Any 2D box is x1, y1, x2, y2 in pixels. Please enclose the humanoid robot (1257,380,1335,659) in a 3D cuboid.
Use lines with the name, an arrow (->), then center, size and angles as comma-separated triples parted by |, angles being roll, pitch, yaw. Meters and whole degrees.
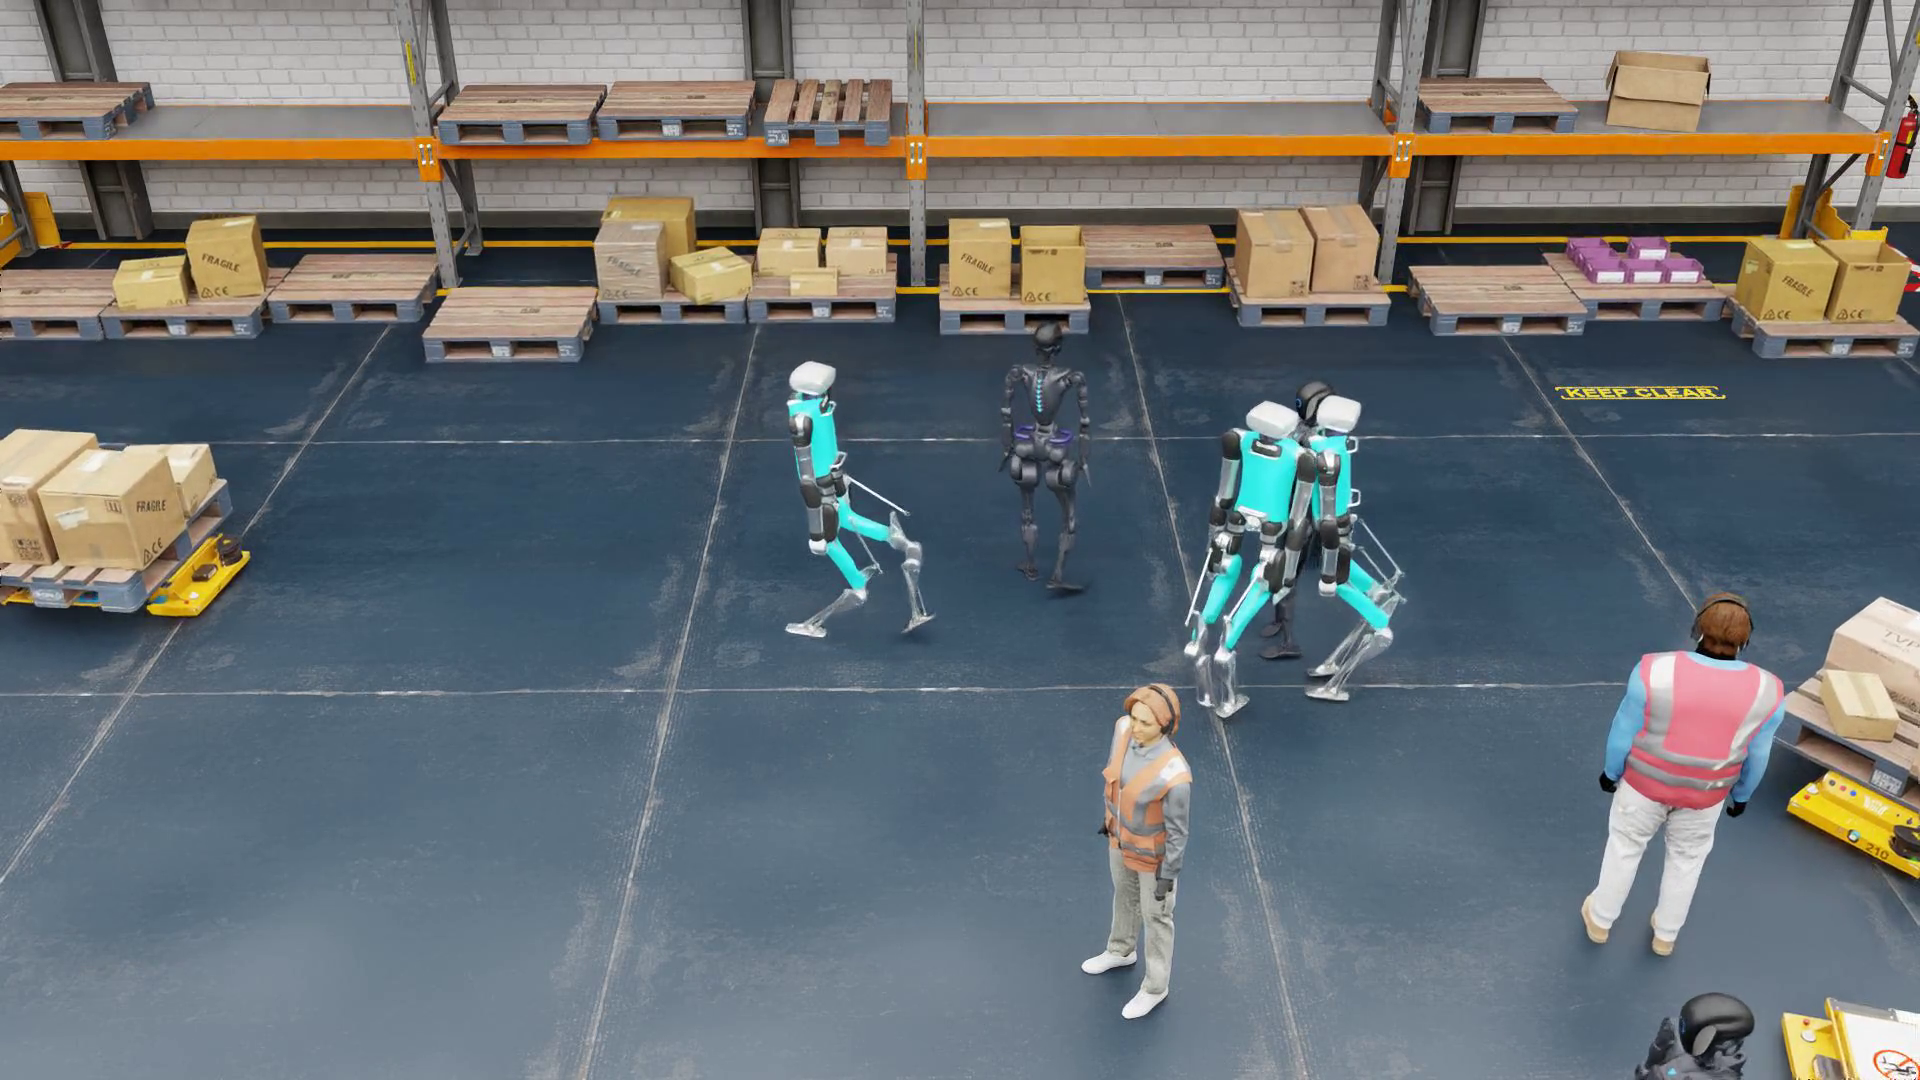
humanoid robot -> 1.825, -0.138, 9.267 | 0.418, 1.645, 0.589 | -17, 35, -26

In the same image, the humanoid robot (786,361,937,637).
humanoid robot -> -0.502, -0.132, 9.265 | 1.046, 1.773, 0.531 | 5, 31, 8

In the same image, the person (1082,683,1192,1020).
person -> 0.760, 1.277, 6.946 | 0.305, 1.645, 0.518 | -15, 34, -24

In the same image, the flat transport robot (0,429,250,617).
flat transport robot -> -5.163, 0.179, 10.113 | 1.431, 0.231, 0.659 | 3, 31, 5

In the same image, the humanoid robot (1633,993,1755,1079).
humanoid robot -> 2.331, 2.145, 5.521 | 0.597, 1.645, 0.601 | -2, 31, -4

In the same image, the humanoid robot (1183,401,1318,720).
humanoid robot -> 1.432, 0.213, 8.643 | 0.531, 1.768, 0.821 | 19, 36, 28

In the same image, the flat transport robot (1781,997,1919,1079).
flat transport robot -> 4.119, 2.254, 6.658 | 1.431, 0.231, 0.659 | 8, 32, 13

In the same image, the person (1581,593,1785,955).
person -> 3.098, 1.031, 7.180 | 0.635, 1.832, 0.430 | 7, 32, 12

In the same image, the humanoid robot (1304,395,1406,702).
humanoid robot -> 2.125, 0.065, 8.808 | 0.701, 1.723, 0.541 | 7, 32, 11

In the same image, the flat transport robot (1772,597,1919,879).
flat transport robot -> 4.882, 1.182, 8.444 | 1.431, 0.231, 0.659 | -23, 38, -33

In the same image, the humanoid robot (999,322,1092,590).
humanoid robot -> 0.489, -0.468, 9.830 | 0.606, 1.647, 0.457 | 11, 33, 17
